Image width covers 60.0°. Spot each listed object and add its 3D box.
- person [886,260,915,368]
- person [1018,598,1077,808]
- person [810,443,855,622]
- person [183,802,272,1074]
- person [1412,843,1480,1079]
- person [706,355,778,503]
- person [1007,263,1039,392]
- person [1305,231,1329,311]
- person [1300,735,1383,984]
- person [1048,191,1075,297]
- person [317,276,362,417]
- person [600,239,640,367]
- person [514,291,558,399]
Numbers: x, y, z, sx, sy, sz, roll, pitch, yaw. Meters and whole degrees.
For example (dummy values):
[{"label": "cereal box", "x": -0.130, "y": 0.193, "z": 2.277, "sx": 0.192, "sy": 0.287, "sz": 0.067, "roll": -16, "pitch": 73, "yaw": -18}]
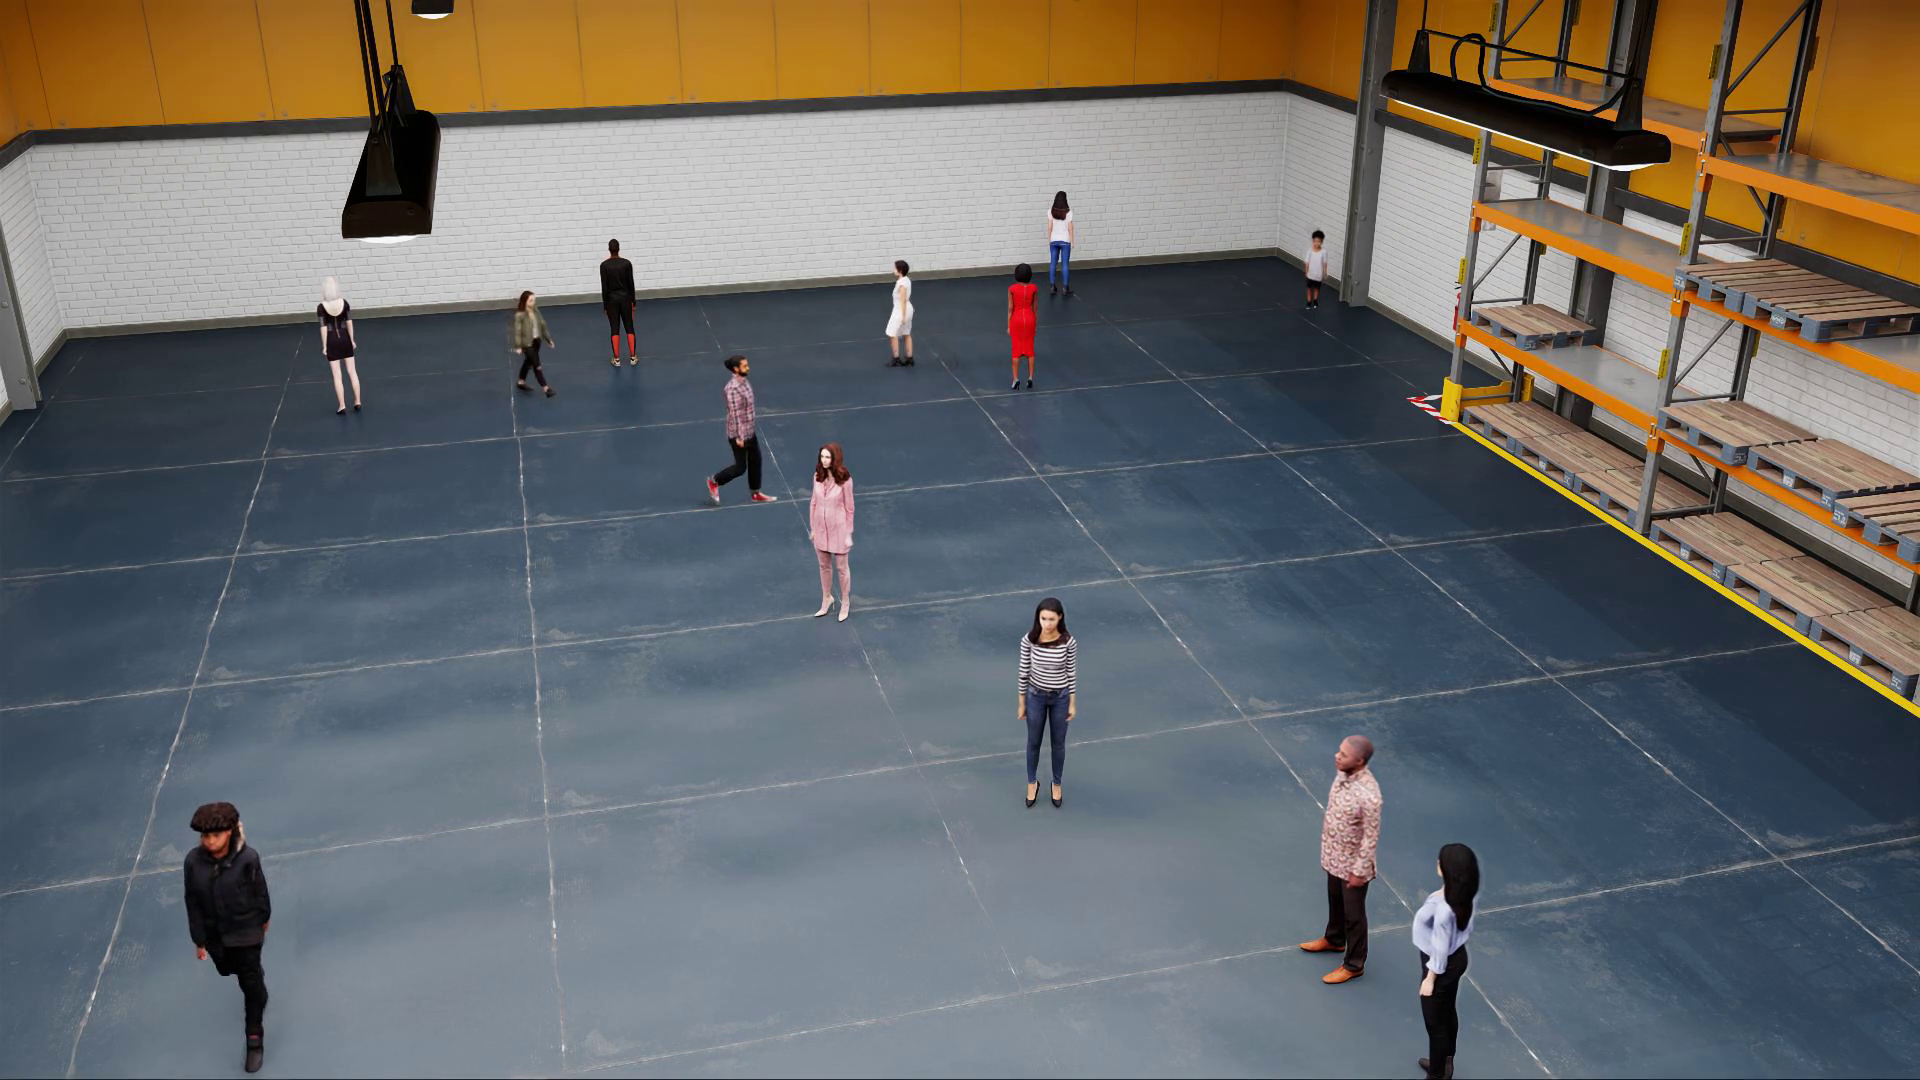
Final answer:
[{"label": "person", "x": -0.736, "y": -3.171, "z": 23.363, "sx": 0.749, "sy": 1.543, "sz": 0.665, "roll": 4, "pitch": 24, "yaw": 10}, {"label": "person", "x": 0.682, "y": 1.263, "z": 12.903, "sx": 0.646, "sy": 1.796, "sz": 0.590, "roll": 1, "pitch": 24, "yaw": 2}, {"label": "person", "x": -1.219, "y": -0.092, "z": 15.996, "sx": 0.687, "sy": 1.803, "sz": 0.731, "roll": 11, "pitch": 26, "yaw": 23}, {"label": "person", "x": -4.558, "y": 2.376, "z": 10.414, "sx": 0.648, "sy": 1.751, "sz": 1.122, "roll": -4, "pitch": 24, "yaw": -10}, {"label": "person", "x": 2.896, "y": 2.576, "z": 9.967, "sx": 0.774, "sy": 1.743, "sz": 0.730, "roll": 15, "pitch": 28, "yaw": 31}, {"label": "person", "x": -2.510, "y": -1.209, "z": 18.631, "sx": 1.018, "sy": 1.738, "sz": 1.064, "roll": 4, "pitch": 24, "yaw": 9}, {"label": "person", "x": 0.847, "y": -2.880, "z": 22.454, "sx": 0.579, "sy": 1.737, "sz": 0.511, "roll": -4, "pitch": 24, "yaw": -9}, {"label": "person", "x": 5.624, "y": -4.258, "z": 26.234, "sx": 0.704, "sy": 1.236, "sz": 0.856, "roll": 5, "pitch": 24, "yaw": 10}, {"label": "person", "x": 2.585, "y": 2.081, "z": 11.018, "sx": 0.753, "sy": 1.808, "sz": 0.534, "roll": -5, "pitch": 24, "yaw": -11}, {"label": "person", "x": 1.623, "y": -4.791, "z": 26.891, "sx": 0.675, "sy": 1.685, "sz": 0.724, "roll": 12, "pitch": 26, "yaw": 25}, {"label": "person", "x": -8.032, "y": -2.520, "z": 21.516, "sx": 0.650, "sy": 1.830, "sz": 0.640, "roll": -19, "pitch": 30, "yaw": -37}, {"label": "person", "x": -4.810, "y": -3.363, "z": 23.470, "sx": 0.618, "sy": 1.808, "sz": 0.524, "roll": -7, "pitch": 25, "yaw": -15}, {"label": "person", "x": -5.785, "y": -2.606, "z": 22.210, "sx": 1.061, "sy": 1.432, "sz": 0.998, "roll": 12, "pitch": 27, "yaw": 26}]
